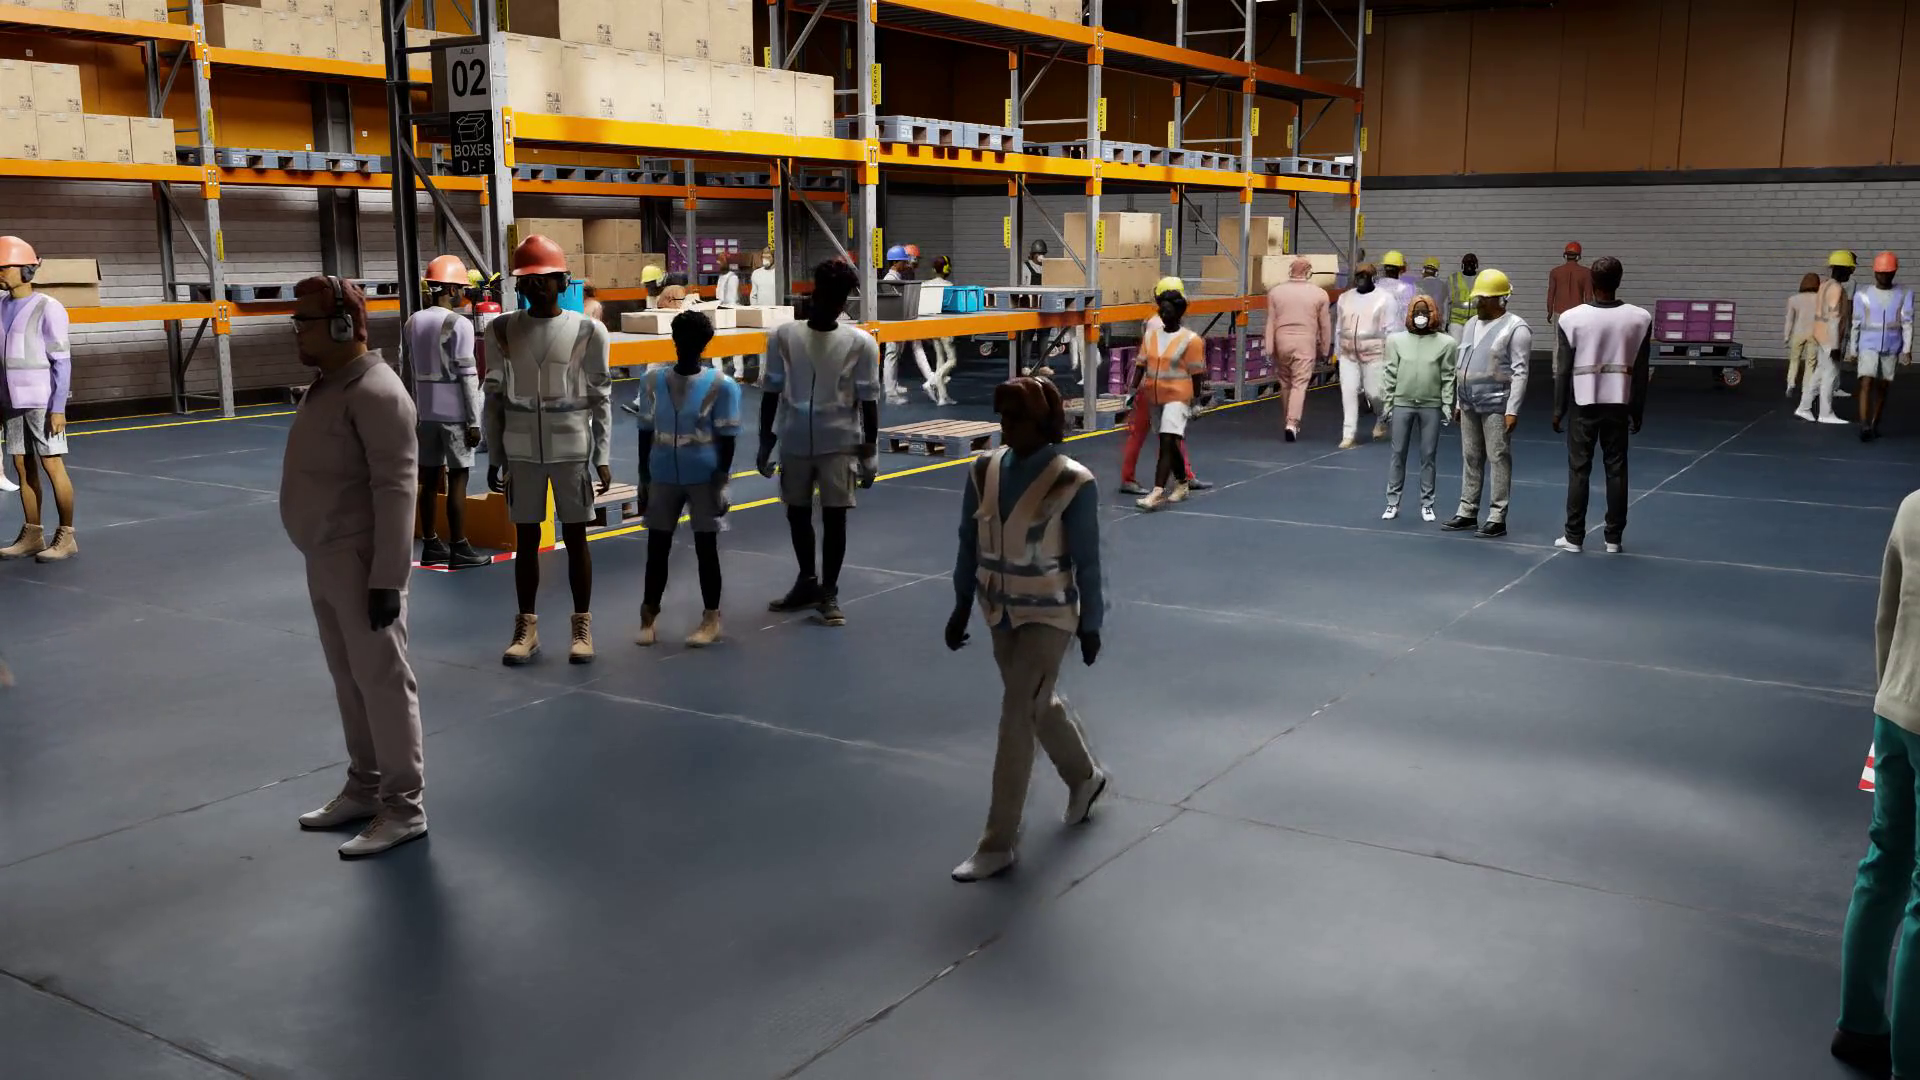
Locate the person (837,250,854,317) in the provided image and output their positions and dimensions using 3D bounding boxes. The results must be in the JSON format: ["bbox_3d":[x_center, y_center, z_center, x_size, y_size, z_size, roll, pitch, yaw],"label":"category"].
[{"bbox_3d":[-1.529,-3.209,23.850,0.552,1.898,0.968,5,12,27],"label":"person"}]

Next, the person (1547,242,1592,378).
[{"bbox_3d":[8.917,-3.355,24.345,0.614,1.993,0.395,5,11,27],"label":"person"}]

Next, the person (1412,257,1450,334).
[{"bbox_3d":[6.323,-2.901,22.417,0.633,1.794,0.562,-3,11,-18],"label":"person"}]

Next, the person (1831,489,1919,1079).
[{"bbox_3d":[2.332,0.455,3.883,0.328,1.762,0.533,0,10,2],"label":"person"}]

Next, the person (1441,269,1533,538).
[{"bbox_3d":[3.599,-0.932,11.385,0.403,1.829,0.588,-5,11,-26],"label":"person"}]

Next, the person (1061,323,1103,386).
[{"bbox_3d":[1.676,-3.072,23.206,0.521,1.844,0.665,7,12,34],"label":"person"}]

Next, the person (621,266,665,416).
[{"bbox_3d":[-3.400,-2.279,19.141,1.070,1.726,0.606,-10,14,-43],"label":"person"}]

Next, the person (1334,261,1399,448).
[{"bbox_3d":[3.988,-1.820,16.335,0.631,1.822,0.722,7,12,33],"label":"person"}]

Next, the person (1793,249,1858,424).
[{"bbox_3d":[9.648,-2.244,18.441,0.423,1.940,0.604,3,11,16],"label":"person"}]

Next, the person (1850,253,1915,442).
[{"bbox_3d":[9.284,-1.933,16.769,0.549,1.883,0.985,4,11,21],"label":"person"}]

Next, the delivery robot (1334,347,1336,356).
[{"bbox_3d":[5.960,-2.778,24.879,0.477,0.478,0.707,-9,14,-42],"label":"delivery robot"}]

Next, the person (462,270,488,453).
[{"bbox_3d":[-4.518,-1.700,15.852,0.484,1.743,0.540,-9,13,-39],"label":"person"}]

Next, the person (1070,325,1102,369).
[{"bbox_3d":[1.985,-3.622,26.382,0.633,1.793,0.950,4,11,21],"label":"person"}]

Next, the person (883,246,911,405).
[{"bbox_3d":[-0.796,-2.647,20.552,0.389,1.949,0.603,0,10,1],"label":"person"}]

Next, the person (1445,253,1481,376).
[{"bbox_3d":[6.943,-2.997,22.788,0.627,1.843,0.429,2,10,9],"label":"person"}]

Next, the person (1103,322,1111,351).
[{"bbox_3d":[2.537,-4.398,30.286,0.635,1.936,0.353,-1,10,-8],"label":"person"}]

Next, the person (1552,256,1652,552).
[{"bbox_3d":[4.142,-0.867,10.767,0.594,1.922,0.388,1,10,6],"label":"person"}]

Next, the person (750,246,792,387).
[{"bbox_3d":[-2.607,-3.057,22.856,0.629,1.940,0.373,4,11,22],"label":"person"}]

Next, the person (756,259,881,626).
[{"bbox_3d":[-0.746,-0.514,8.817,0.682,1.929,0.519,2,10,10],"label":"person"}]

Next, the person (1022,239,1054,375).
[{"bbox_3d":[1.191,-3.500,25.021,0.688,2.000,0.536,-6,12,-30],"label":"person"}]

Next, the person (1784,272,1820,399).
[{"bbox_3d":[10.578,-2.523,20.781,0.512,1.623,0.393,7,12,33],"label":"person"}]

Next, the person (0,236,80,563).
[{"bbox_3d":[-5.869,-0.874,10.468,0.607,2.044,0.376,4,11,19],"label":"person"}]

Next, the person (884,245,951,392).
[{"bbox_3d":[-0.576,-2.935,22.144,0.973,1.945,0.710,0,10,-1],"label":"person"}]

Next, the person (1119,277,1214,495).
[{"bbox_3d":[1.650,-1.198,13.123,0.834,1.727,0.530,3,11,18],"label":"person"}]

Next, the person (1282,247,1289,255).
[{"bbox_3d":[5.507,-4.012,28.245,0.400,1.905,0.643,-2,10,-13],"label":"person"}]

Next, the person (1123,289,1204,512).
[{"bbox_3d":[1.552,-1.059,12.578,0.842,1.652,0.543,-10,14,-44],"label":"person"}]

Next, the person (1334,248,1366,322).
[{"bbox_3d":[5.984,-3.527,25.555,0.838,1.907,0.652,-7,12,-33],"label":"person"}]

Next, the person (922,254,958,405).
[{"bbox_3d":[-0.258,-2.546,20.263,0.566,1.851,0.531,-10,14,-43],"label":"person"}]

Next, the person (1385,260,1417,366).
[{"bbox_3d":[5.923,-2.937,22.574,0.583,1.807,0.943,4,11,23],"label":"person"}]

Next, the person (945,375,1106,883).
[{"bbox_3d":[0.257,0.247,5.486,0.508,1.601,0.838,10,14,44],"label":"person"}]

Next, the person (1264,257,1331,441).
[{"bbox_3d":[3.421,-1.944,16.925,0.652,1.863,0.976,4,11,22],"label":"person"}]

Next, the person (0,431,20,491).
[{"bbox_3d":[-7.811,-1.300,13.225,0.401,1.900,0.646,4,11,22],"label":"person"}]

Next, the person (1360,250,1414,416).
[{"bbox_3d":[4.856,-2.340,18.969,0.592,1.909,0.658,8,13,39],"label":"person"}]

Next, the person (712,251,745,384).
[{"bbox_3d":[-3.336,-3.084,23.210,0.723,1.858,0.618,-6,12,-28],"label":"person"}]

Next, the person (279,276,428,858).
[{"bbox_3d":[-2.034,0.085,5.531,0.406,1.906,0.654,-8,13,-38],"label":"person"}]

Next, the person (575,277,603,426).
[{"bbox_3d":[-4.046,-2.038,18.085,0.515,1.623,0.387,8,13,38],"label":"person"}]

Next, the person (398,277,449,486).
[{"bbox_3d":[-4.410,-1.288,13.595,0.491,1.744,0.295,6,12,30],"label":"person"}]

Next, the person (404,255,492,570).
[{"bbox_3d":[-3.148,-0.781,10.273,0.541,1.932,0.382,6,12,30],"label":"person"}]

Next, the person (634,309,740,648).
[{"bbox_3d":[-1.395,-0.297,8.292,0.615,1.678,0.368,2,10,12],"label":"person"}]

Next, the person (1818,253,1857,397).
[{"bbox_3d":[11.409,-2.787,21.569,0.329,1.864,0.510,-2,10,-11],"label":"person"}]

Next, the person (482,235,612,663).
[{"bbox_3d":[-1.964,-0.418,7.935,0.605,2.045,0.378,0,10,-2],"label":"person"}]

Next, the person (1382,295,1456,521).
[{"bbox_3d":[3.304,-0.948,12.010,0.498,1.634,0.280,3,11,17],"label":"person"}]

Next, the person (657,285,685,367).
[{"bbox_3d":[-2.478,-1.398,14.508,0.280,1.633,0.500,-2,10,-13],"label":"person"}]
